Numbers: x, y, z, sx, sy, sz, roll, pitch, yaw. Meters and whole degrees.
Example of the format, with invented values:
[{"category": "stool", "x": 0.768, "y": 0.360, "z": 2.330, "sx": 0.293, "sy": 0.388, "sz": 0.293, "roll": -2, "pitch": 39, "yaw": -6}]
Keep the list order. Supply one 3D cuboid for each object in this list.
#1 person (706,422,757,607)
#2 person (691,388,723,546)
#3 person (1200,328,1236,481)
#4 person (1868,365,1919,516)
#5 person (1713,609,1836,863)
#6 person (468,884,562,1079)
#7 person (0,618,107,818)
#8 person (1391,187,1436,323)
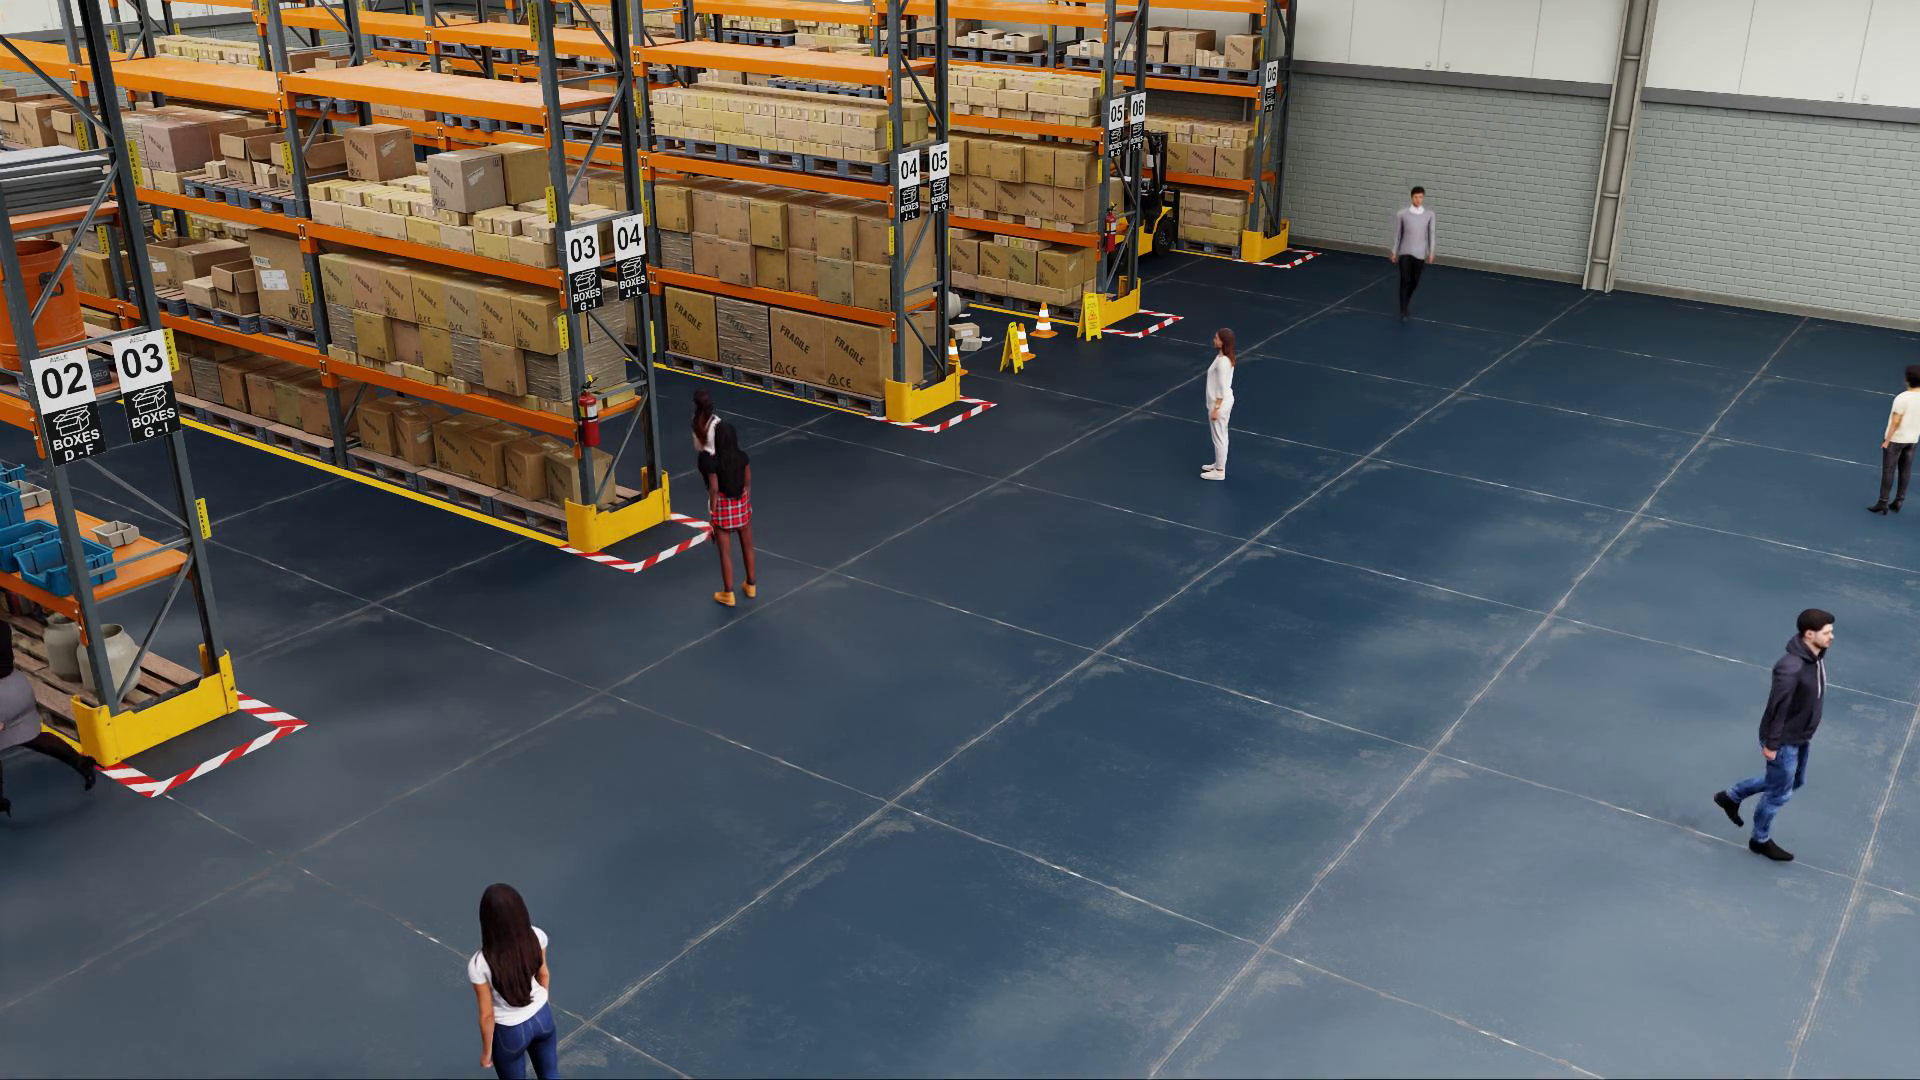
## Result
[{"category": "person", "x": -2.090, "y": -0.253, "z": 15.164, "sx": 0.678, "sy": 1.727, "sz": 0.682, "roll": -18, "pitch": 29, "yaw": -36}, {"category": "person", "x": -2.473, "y": -0.677, "z": 16.295, "sx": 0.538, "sy": 1.623, "sz": 0.655, "roll": 18, "pitch": 29, "yaw": 35}, {"category": "person", "x": 2.838, "y": -1.492, "z": 18.128, "sx": 0.656, "sy": 1.688, "sz": 0.675, "roll": 5, "pitch": 24, "yaw": 12}, {"category": "person", "x": 9.729, "y": -1.032, "z": 17.172, "sx": 0.645, "sy": 1.590, "sz": 0.689, "roll": -5, "pitch": 24, "yaw": -12}, {"category": "person", "x": 5.545, "y": 1.290, "z": 11.344, "sx": 0.852, "sy": 1.878, "sz": 0.719, "roll": 19, "pitch": 29, "yaw": 37}, {"category": "person", "x": -2.244, "y": 2.534, "z": 8.548, "sx": 0.558, "sy": 1.775, "sz": 0.612, "roll": 20, "pitch": 30, "yaw": 38}, {"category": "person", "x": -6.698, "y": 1.172, "z": 11.835, "sx": 1.148, "sy": 1.711, "sz": 1.022, "roll": -2, "pitch": 23, "yaw": -5}, {"category": "person", "x": 6.573, "y": -4.194, "z": 24.196, "sx": 1.281, "sy": 1.912, "sz": 1.192, "roll": 2, "pitch": 23, "yaw": 5}]
